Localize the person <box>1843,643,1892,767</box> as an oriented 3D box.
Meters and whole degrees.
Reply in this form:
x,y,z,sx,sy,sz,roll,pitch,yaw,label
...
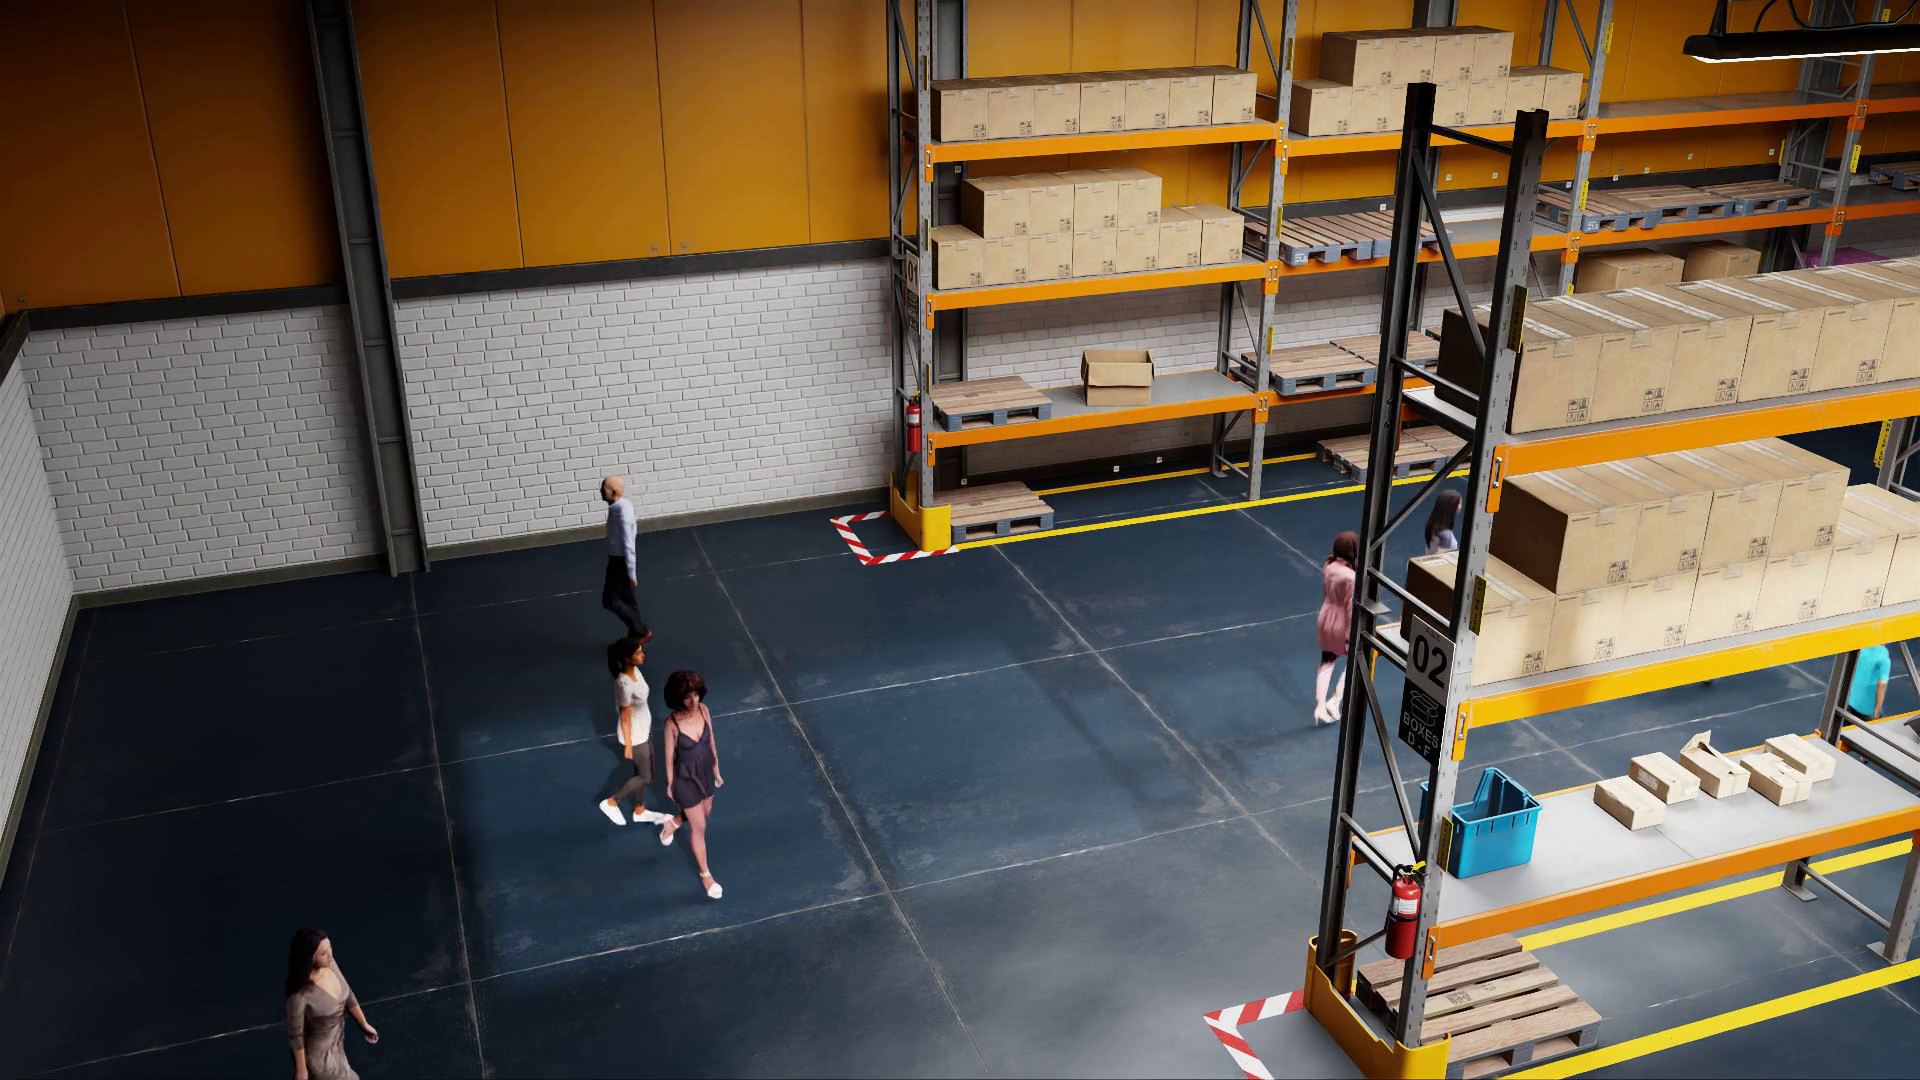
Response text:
x,y,z,sx,sy,sz,roll,pitch,yaw,label
7.268,1.289,13.437,0.595,1.444,0.588,-4,24,-9,person

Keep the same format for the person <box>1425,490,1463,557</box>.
x,y,z,sx,sy,sz,roll,pitch,yaw,label
4.298,0.343,15.321,1.143,1.668,0.813,-1,24,-2,person

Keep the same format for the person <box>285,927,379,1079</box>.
x,y,z,sx,sy,sz,roll,pitch,yaw,label
-3.676,2.912,9.422,1.186,1.686,0.869,1,24,1,person

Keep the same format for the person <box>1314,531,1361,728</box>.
x,y,z,sx,sy,sz,roll,pitch,yaw,label
3.137,0.789,14.151,0.637,1.788,0.660,-11,26,-23,person

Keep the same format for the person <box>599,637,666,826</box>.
x,y,z,sx,sy,sz,roll,pitch,yaw,label
-2.580,1.491,12.743,0.776,1.629,0.669,-2,24,-5,person

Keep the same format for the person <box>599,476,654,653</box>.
x,y,z,sx,sy,sz,roll,pitch,yaw,label
-3.049,0.236,15.428,0.711,1.779,0.692,-5,24,-11,person

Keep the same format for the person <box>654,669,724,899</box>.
x,y,z,sx,sy,sz,roll,pitch,yaw,label
-1.980,1.714,12.066,0.917,1.763,1.045,21,31,39,person
